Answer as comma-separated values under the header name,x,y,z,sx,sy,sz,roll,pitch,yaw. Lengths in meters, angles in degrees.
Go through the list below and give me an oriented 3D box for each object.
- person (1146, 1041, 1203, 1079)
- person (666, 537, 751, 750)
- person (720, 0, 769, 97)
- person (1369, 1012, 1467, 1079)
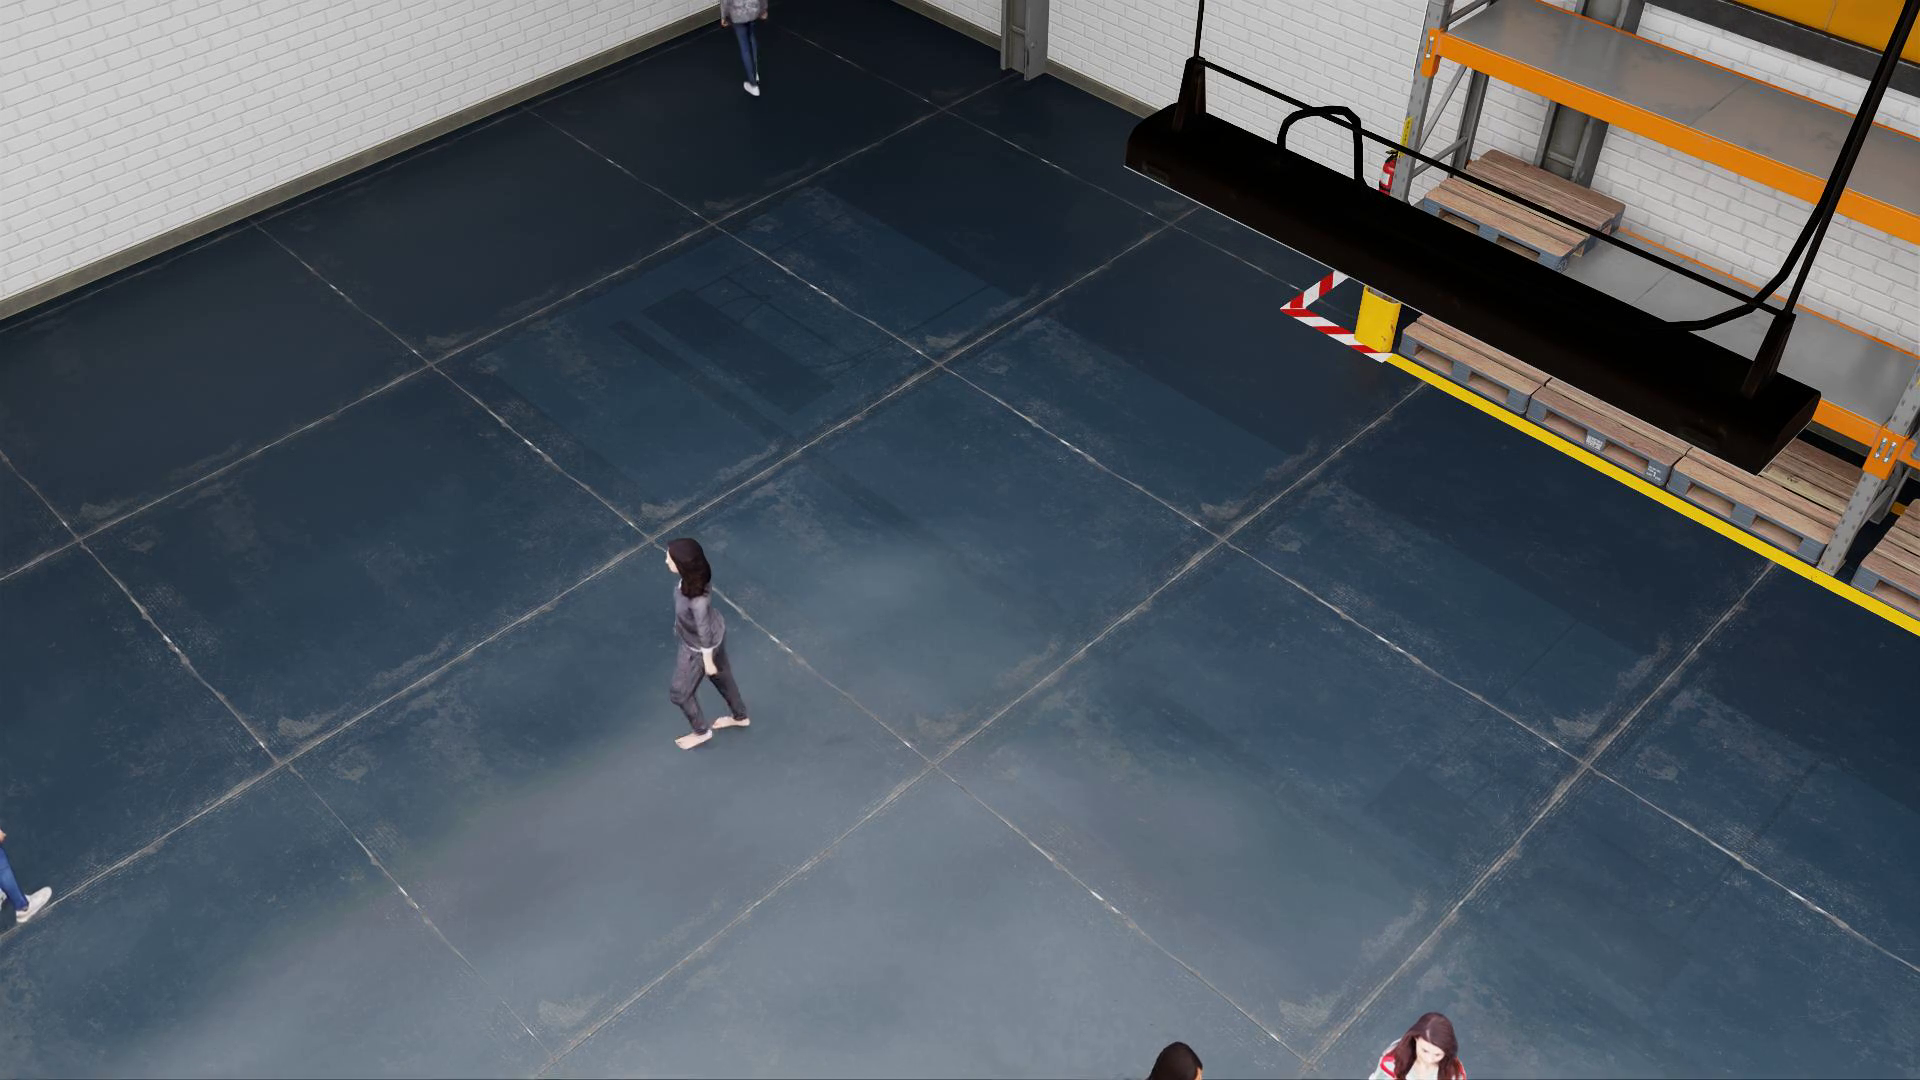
name,x,y,z,sx,sy,sz,roll,pitch,yaw
person,0.931,2.895,8.103,0.710,1.635,0.831,-28,50,-26
person,-1.512,0.635,10.397,0.860,1.744,0.804,-2,44,-2
person,-2.106,-5.242,16.581,0.686,1.723,0.707,-27,50,-25
person,2.217,2.805,8.215,0.613,1.612,0.720,10,44,10
